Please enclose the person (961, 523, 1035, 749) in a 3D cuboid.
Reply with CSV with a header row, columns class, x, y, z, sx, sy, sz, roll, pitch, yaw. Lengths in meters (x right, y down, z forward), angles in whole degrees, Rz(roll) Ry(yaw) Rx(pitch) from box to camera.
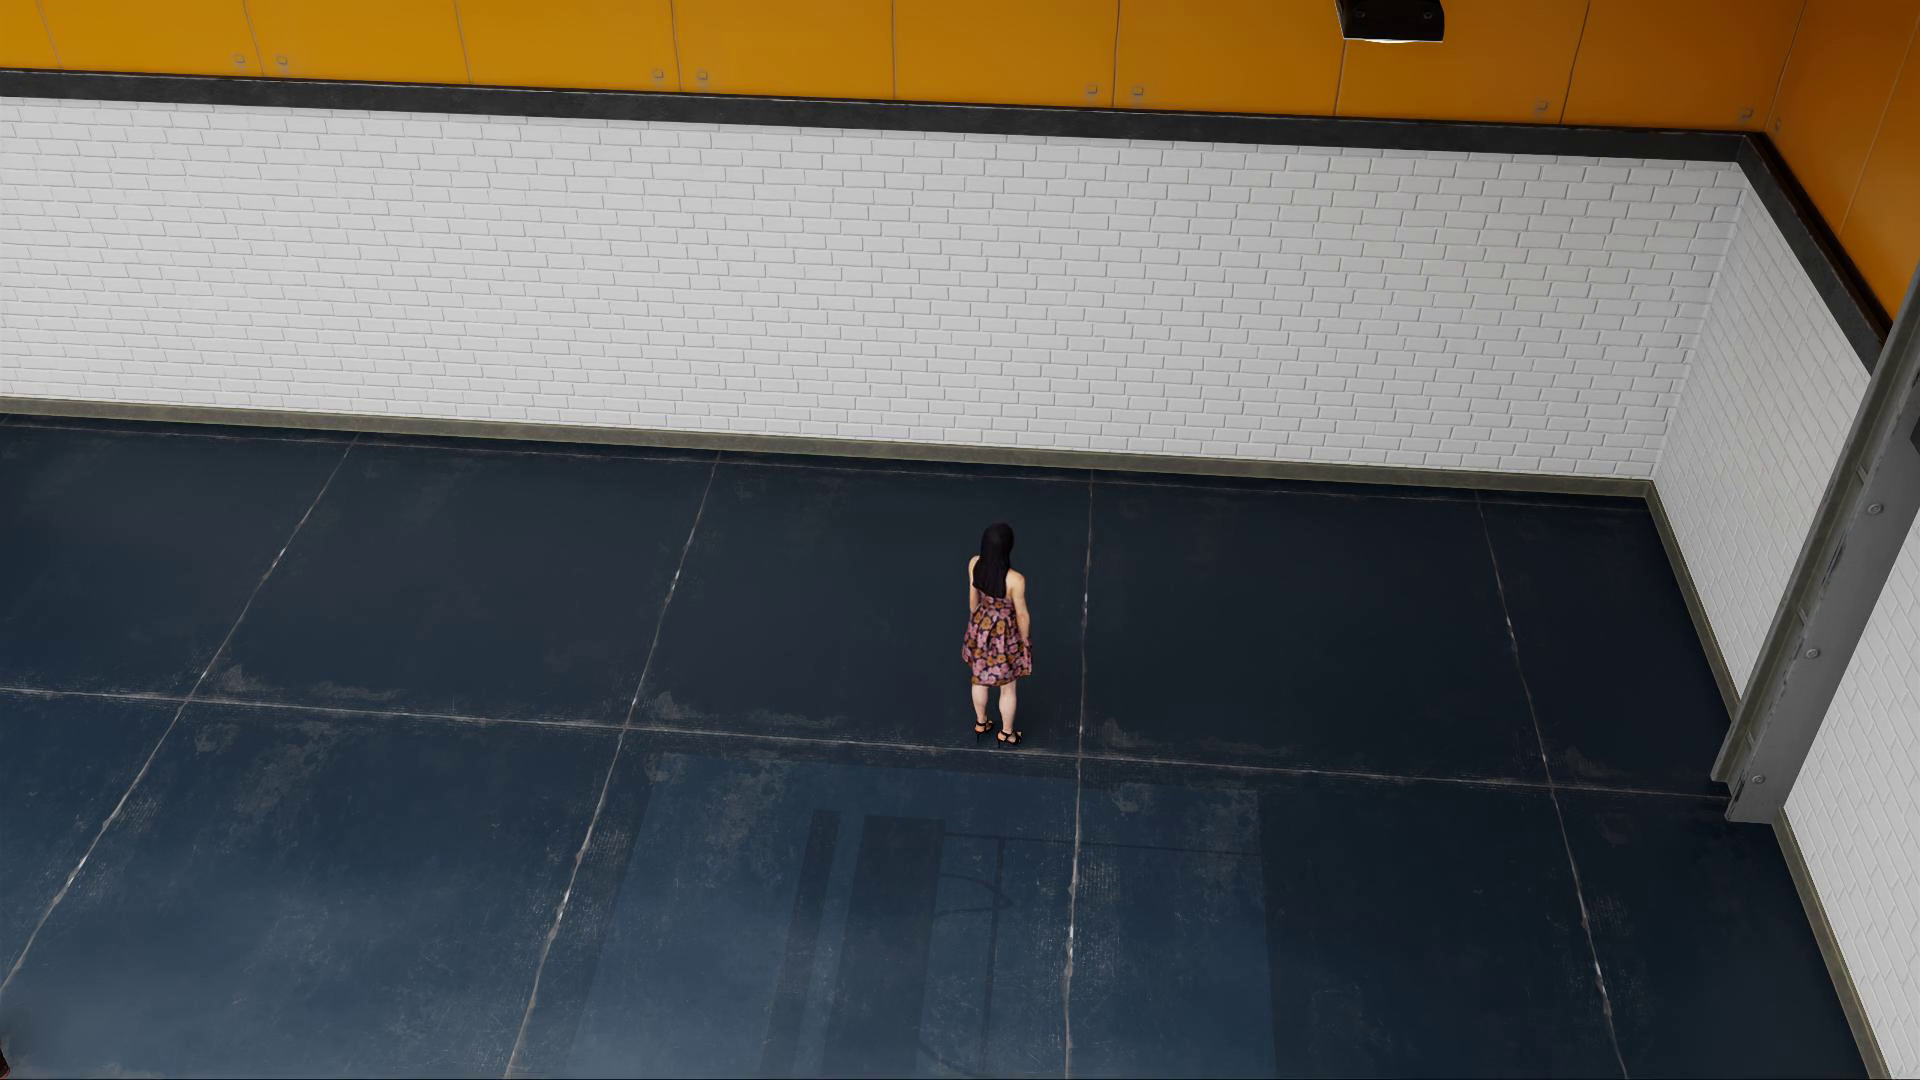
class,x,y,z,sx,sy,sz,roll,pitch,yaw
person,0.239,0.604,10.360,0.785,1.775,0.818,21,43,25
